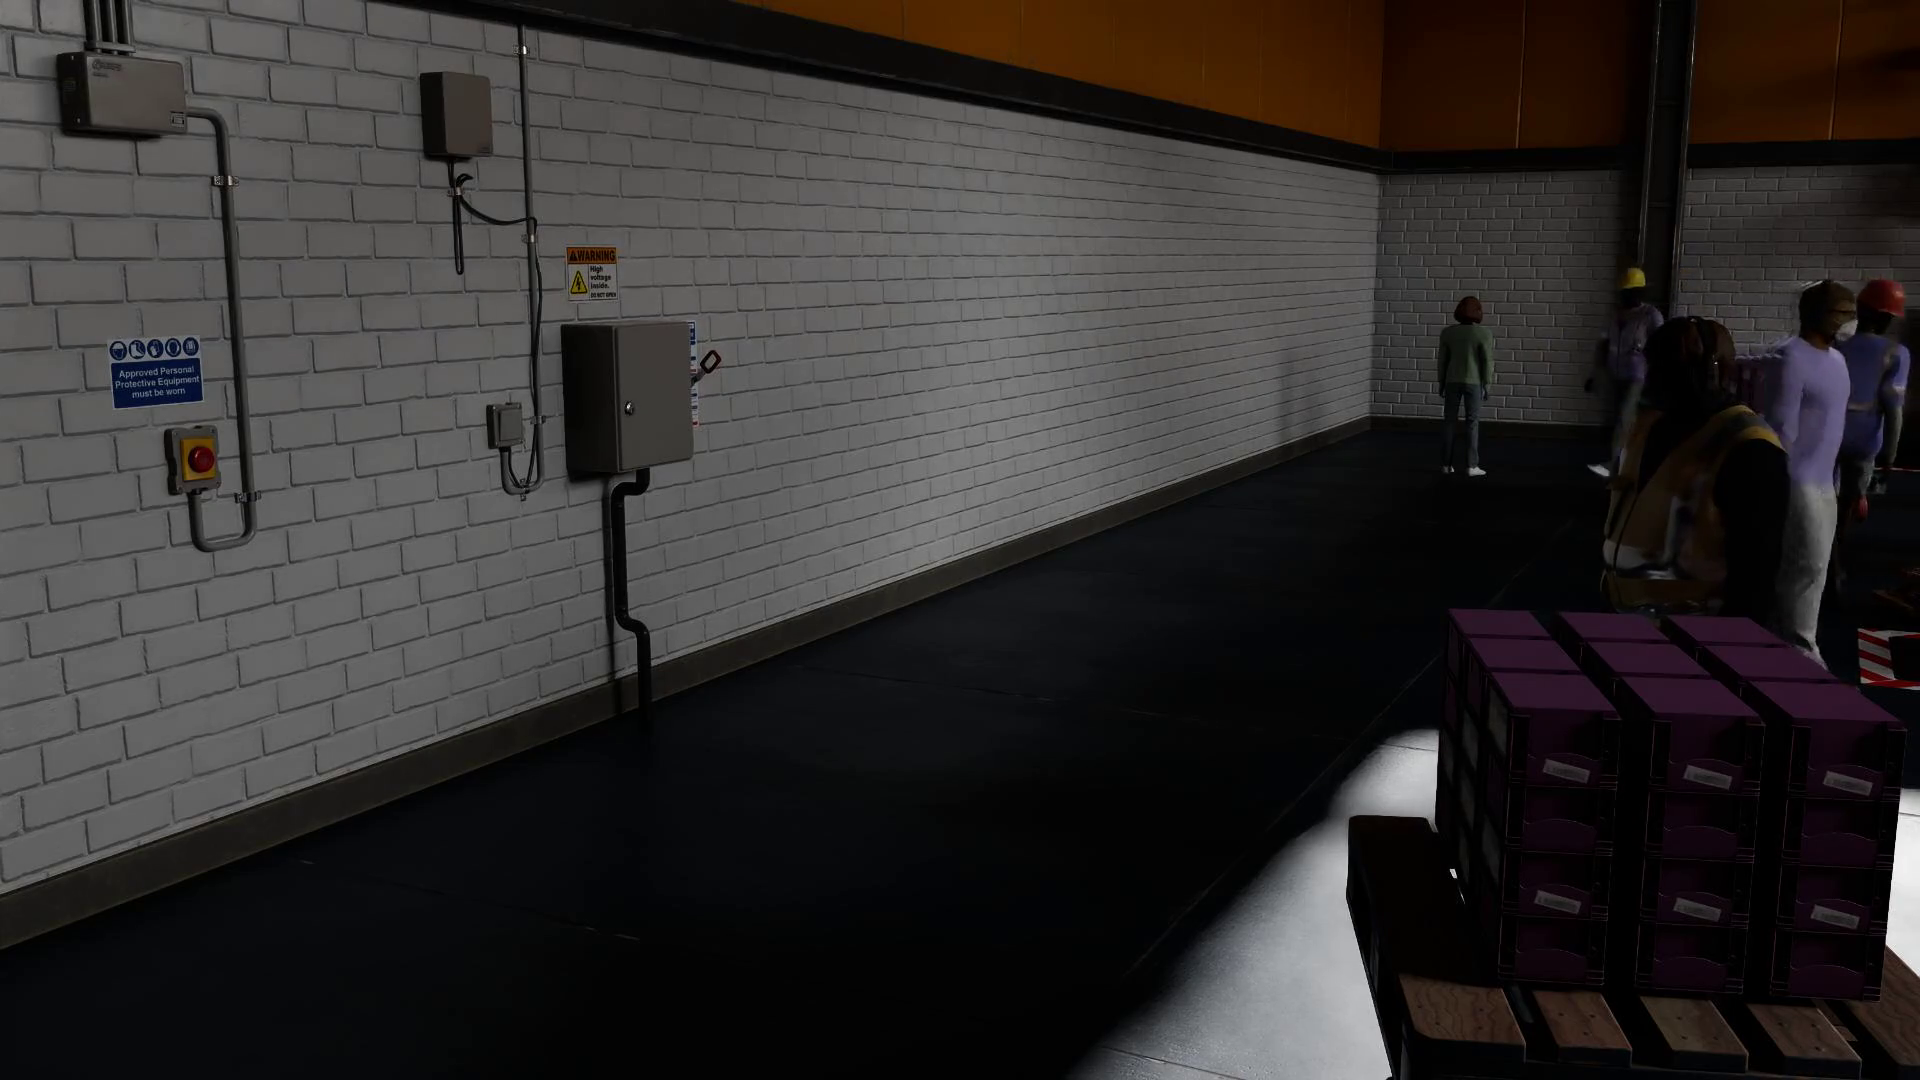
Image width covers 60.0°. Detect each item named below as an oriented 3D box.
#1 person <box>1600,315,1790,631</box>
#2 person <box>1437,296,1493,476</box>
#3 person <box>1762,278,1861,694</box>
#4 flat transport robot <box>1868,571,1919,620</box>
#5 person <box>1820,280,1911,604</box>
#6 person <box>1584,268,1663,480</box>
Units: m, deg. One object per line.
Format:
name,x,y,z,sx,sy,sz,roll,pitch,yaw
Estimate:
person,2.114,0.265,4.919,0.429,1.842,0.630,-2,10,-10
person,4.600,-1.402,15.168,0.503,1.631,0.282,8,13,39
person,3.822,-0.253,7.716,0.637,1.917,0.767,-9,13,-43
flat transport robot,5.899,0.316,9.162,1.431,0.197,0.652,1,10,4
person,5.175,-0.573,9.679,0.543,1.871,0.951,5,11,26
person,5.878,-1.469,14.843,0.945,1.886,0.594,-4,11,-24
